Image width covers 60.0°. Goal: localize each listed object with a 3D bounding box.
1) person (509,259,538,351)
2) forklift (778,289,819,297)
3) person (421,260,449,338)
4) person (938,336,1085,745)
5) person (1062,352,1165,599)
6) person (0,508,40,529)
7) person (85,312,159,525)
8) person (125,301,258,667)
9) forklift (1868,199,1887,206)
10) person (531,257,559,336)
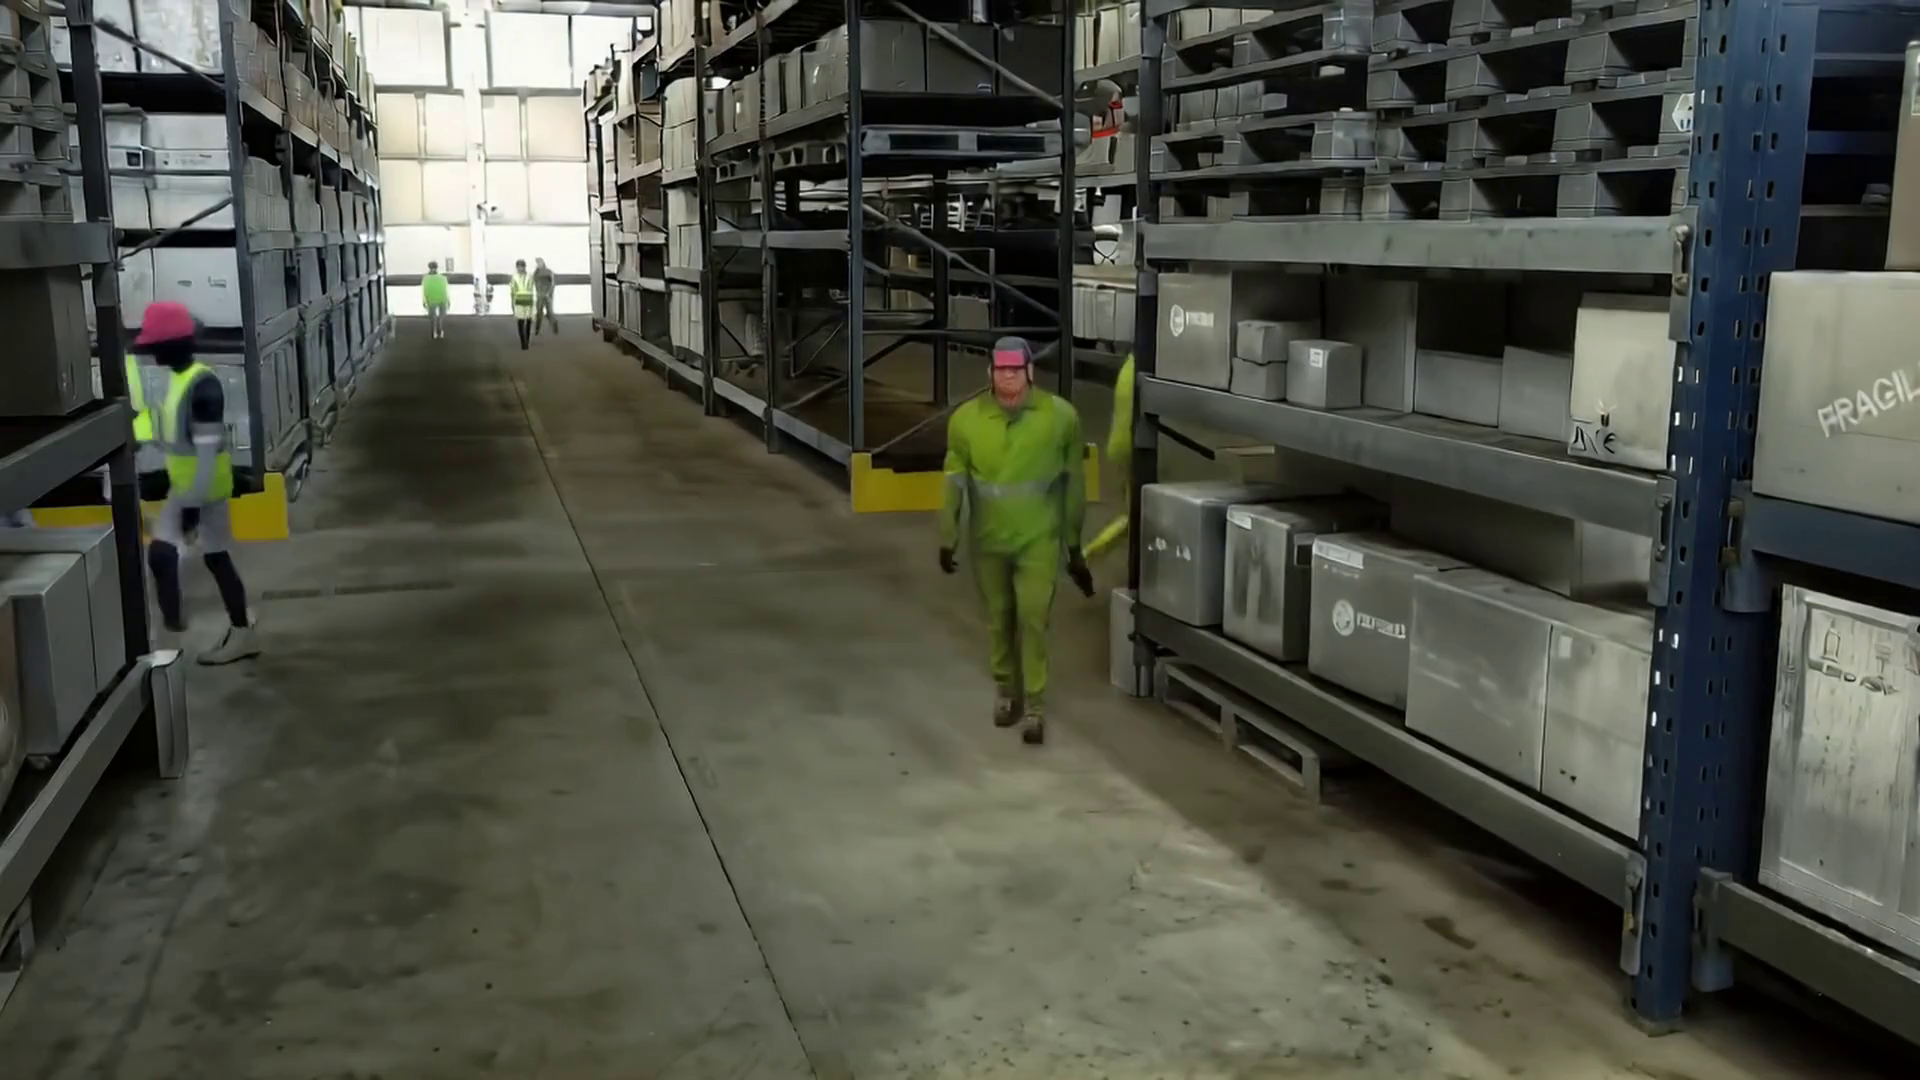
[{"bbox_3d":[-9.125,-4.922,34.771,0.562,1.894,0.982,-4,11,-19],"label":"person"},{"bbox_3d":[-4.072,-7.246,44.794,1.873,2.768,1.129,-3,11,-17],"label":"forklift"},{"bbox_3d":[-12.120,-5.551,38.433,0.596,1.807,0.813,-3,11,-18],"label":"person"},{"bbox_3d":[0.218,0.004,7.769,0.680,1.879,0.781,2,11,12],"label":"person"},{"bbox_3d":[1.018,-0.474,10.326,0.691,1.912,0.653,2,10,9],"label":"person"},{"bbox_3d":[-5.223,-0.082,9.036,0.841,1.596,0.523,-6,12,-31],"label":"person"},{"bbox_3d":[-5.913,-0.709,11.825,0.566,1.831,0.580,-3,11,-18],"label":"person"},{"bbox_3d":[-4.191,-0.265,8.903,0.624,2.008,0.819,10,14,44],"label":"person"},{"bbox_3d":[11.338,-2.915,21.052,1.129,2.768,1.873,-3,11,-17],"label":"forklift"},{"bbox_3d":[-9.989,-5.850,39.935,0.638,1.865,0.963,2,11,10],"label":"person"}]
